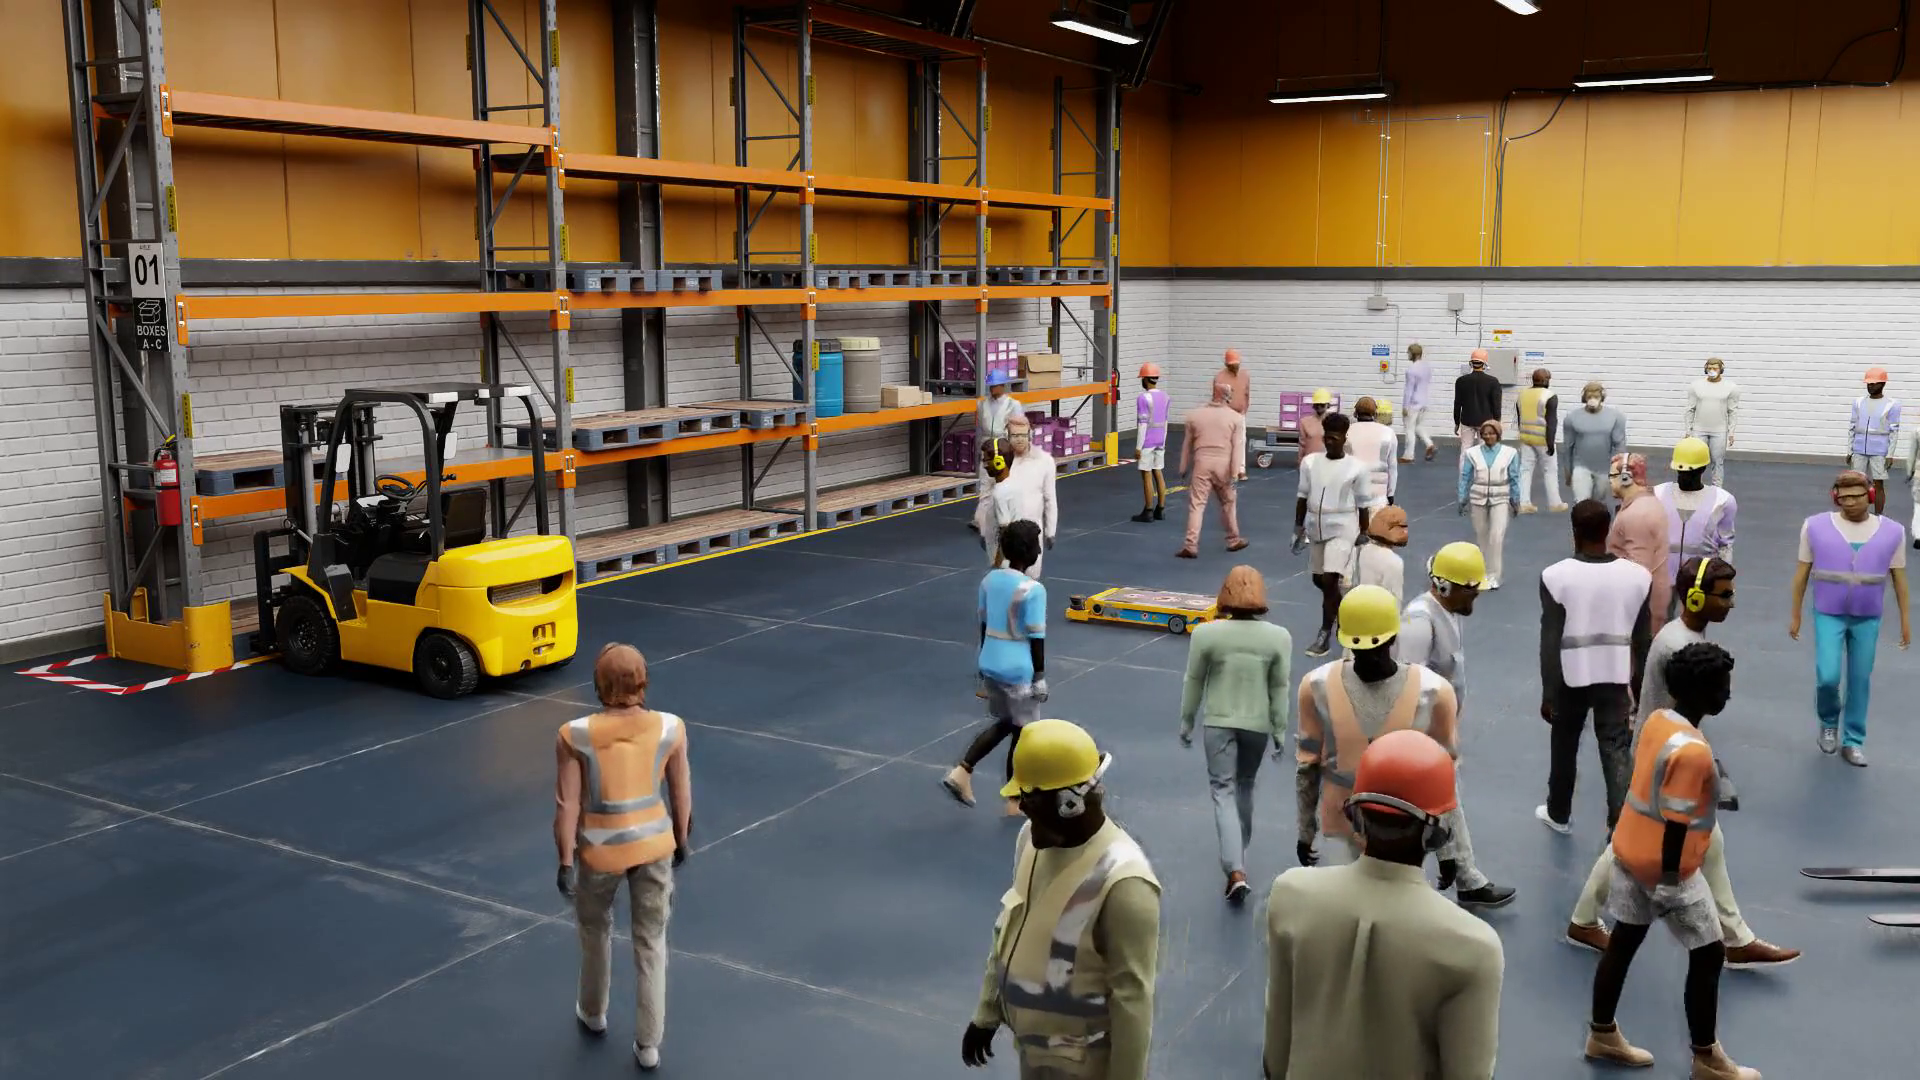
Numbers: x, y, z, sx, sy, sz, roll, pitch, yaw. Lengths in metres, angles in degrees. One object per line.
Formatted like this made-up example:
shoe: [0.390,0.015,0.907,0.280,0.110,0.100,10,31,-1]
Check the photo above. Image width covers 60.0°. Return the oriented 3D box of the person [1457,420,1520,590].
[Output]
person: [5.015,-0.329,15.839,0.551,1.607,0.736,5,10,26]

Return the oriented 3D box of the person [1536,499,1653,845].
person: [3.280,0.721,8.586,0.614,1.864,1.051,0,9,1]

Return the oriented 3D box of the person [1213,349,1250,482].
person: [3.935,-1.797,24.054,0.633,1.919,0.947,-2,9,-14]

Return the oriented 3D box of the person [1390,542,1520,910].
person: [2.265,0.875,7.942,0.978,1.746,0.602,4,10,26]

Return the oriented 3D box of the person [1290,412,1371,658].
person: [3.004,-0.077,13.300,0.603,1.934,0.901,8,12,42]

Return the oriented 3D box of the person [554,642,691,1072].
person: [-1.314,1.181,6.436,0.537,1.608,0.718,-4,10,-21]

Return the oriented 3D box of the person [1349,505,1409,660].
person: [2.552,0.569,10.370,0.863,1.597,0.506,-2,9,-15]

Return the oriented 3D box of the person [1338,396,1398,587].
person: [3.862,-0.454,15.934,0.621,1.845,0.429,1,9,8]

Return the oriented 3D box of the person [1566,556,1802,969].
person: [3.131,0.965,7.174,0.959,1.806,0.507,6,11,33]

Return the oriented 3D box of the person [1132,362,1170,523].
person: [2.290,-1.181,20.168,0.373,1.934,0.551,9,13,43]

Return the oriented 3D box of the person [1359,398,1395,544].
person: [4.292,-0.610,17.269,0.516,1.728,0.486,-4,10,-26]

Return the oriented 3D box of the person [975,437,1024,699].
person: [0.287,0.199,11.788,0.329,1.865,0.508,2,9,13]

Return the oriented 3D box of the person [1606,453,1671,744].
person: [4.283,0.386,10.596,0.496,1.877,0.651,6,11,33]

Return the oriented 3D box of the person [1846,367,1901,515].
person: [10.531,-1.031,19.235,0.362,1.938,0.545,-7,12,-38]

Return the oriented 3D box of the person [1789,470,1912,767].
person: [5.446,0.479,10.154,0.679,1.821,0.449,3,9,17]

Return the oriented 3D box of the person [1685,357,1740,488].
person: [9.684,-1.390,21.471,0.629,1.940,0.372,5,11,30]

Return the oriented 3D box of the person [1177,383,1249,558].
person: [2.689,-0.745,17.769,0.698,1.842,0.893,4,10,21]

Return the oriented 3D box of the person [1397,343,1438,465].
person: [7.162,-2.126,26.086,0.571,1.927,0.649,8,12,42]

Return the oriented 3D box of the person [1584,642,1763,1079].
person: [2.697,1.196,6.150,0.701,1.666,0.550,1,9,5]

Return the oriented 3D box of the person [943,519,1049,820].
person: [0.224,0.724,9.088,0.475,1.685,0.545,-5,10,-30]

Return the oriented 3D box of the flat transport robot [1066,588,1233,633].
flat transport robot: [1.693,0.593,14.281,1.431,0.197,0.652,5,11,30]

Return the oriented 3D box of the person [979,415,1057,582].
person: [0.475,-0.113,13.725,0.645,1.875,0.826,0,9,-2]

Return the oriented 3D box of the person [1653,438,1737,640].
person: [4.874,0.264,11.211,0.584,1.918,0.381,5,11,31]

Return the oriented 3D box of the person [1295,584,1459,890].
person: [1.590,1.063,6.326,0.619,1.888,0.821,3,10,20]

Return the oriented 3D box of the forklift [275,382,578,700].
forklift: [-3.974,-0.067,12.417,2.313,2.155,1.214,5,11,30]

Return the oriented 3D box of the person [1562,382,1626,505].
person: [6.723,-0.751,17.700,0.629,1.886,1.068,3,9,16]

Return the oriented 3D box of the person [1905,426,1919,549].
person: [10.506,-0.670,17.938,0.545,1.625,0.355,8,12,39]

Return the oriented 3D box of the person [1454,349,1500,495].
person: [7.005,-1.591,22.548,0.610,1.996,0.379,5,10,27]

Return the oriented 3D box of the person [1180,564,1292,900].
person: [1.351,0.920,8.111,0.530,1.593,0.817,0,9,0]

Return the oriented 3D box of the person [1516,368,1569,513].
person: [7.342,-1.243,20.898,0.713,1.822,0.660,-5,10,-29]

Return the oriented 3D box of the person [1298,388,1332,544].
person: [4.088,-0.859,18.788,0.528,1.739,0.822,4,10,21]

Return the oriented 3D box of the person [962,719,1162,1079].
person: [0.275,1.379,4.582,0.467,1.807,0.606,-4,10,-21]

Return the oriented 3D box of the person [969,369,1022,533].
person: [0.435,-1.038,19.409,0.636,1.891,0.986,4,10,26]

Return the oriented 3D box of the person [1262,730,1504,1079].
person: [0.943,1.421,3.931,0.605,1.946,1.005,6,11,33]
